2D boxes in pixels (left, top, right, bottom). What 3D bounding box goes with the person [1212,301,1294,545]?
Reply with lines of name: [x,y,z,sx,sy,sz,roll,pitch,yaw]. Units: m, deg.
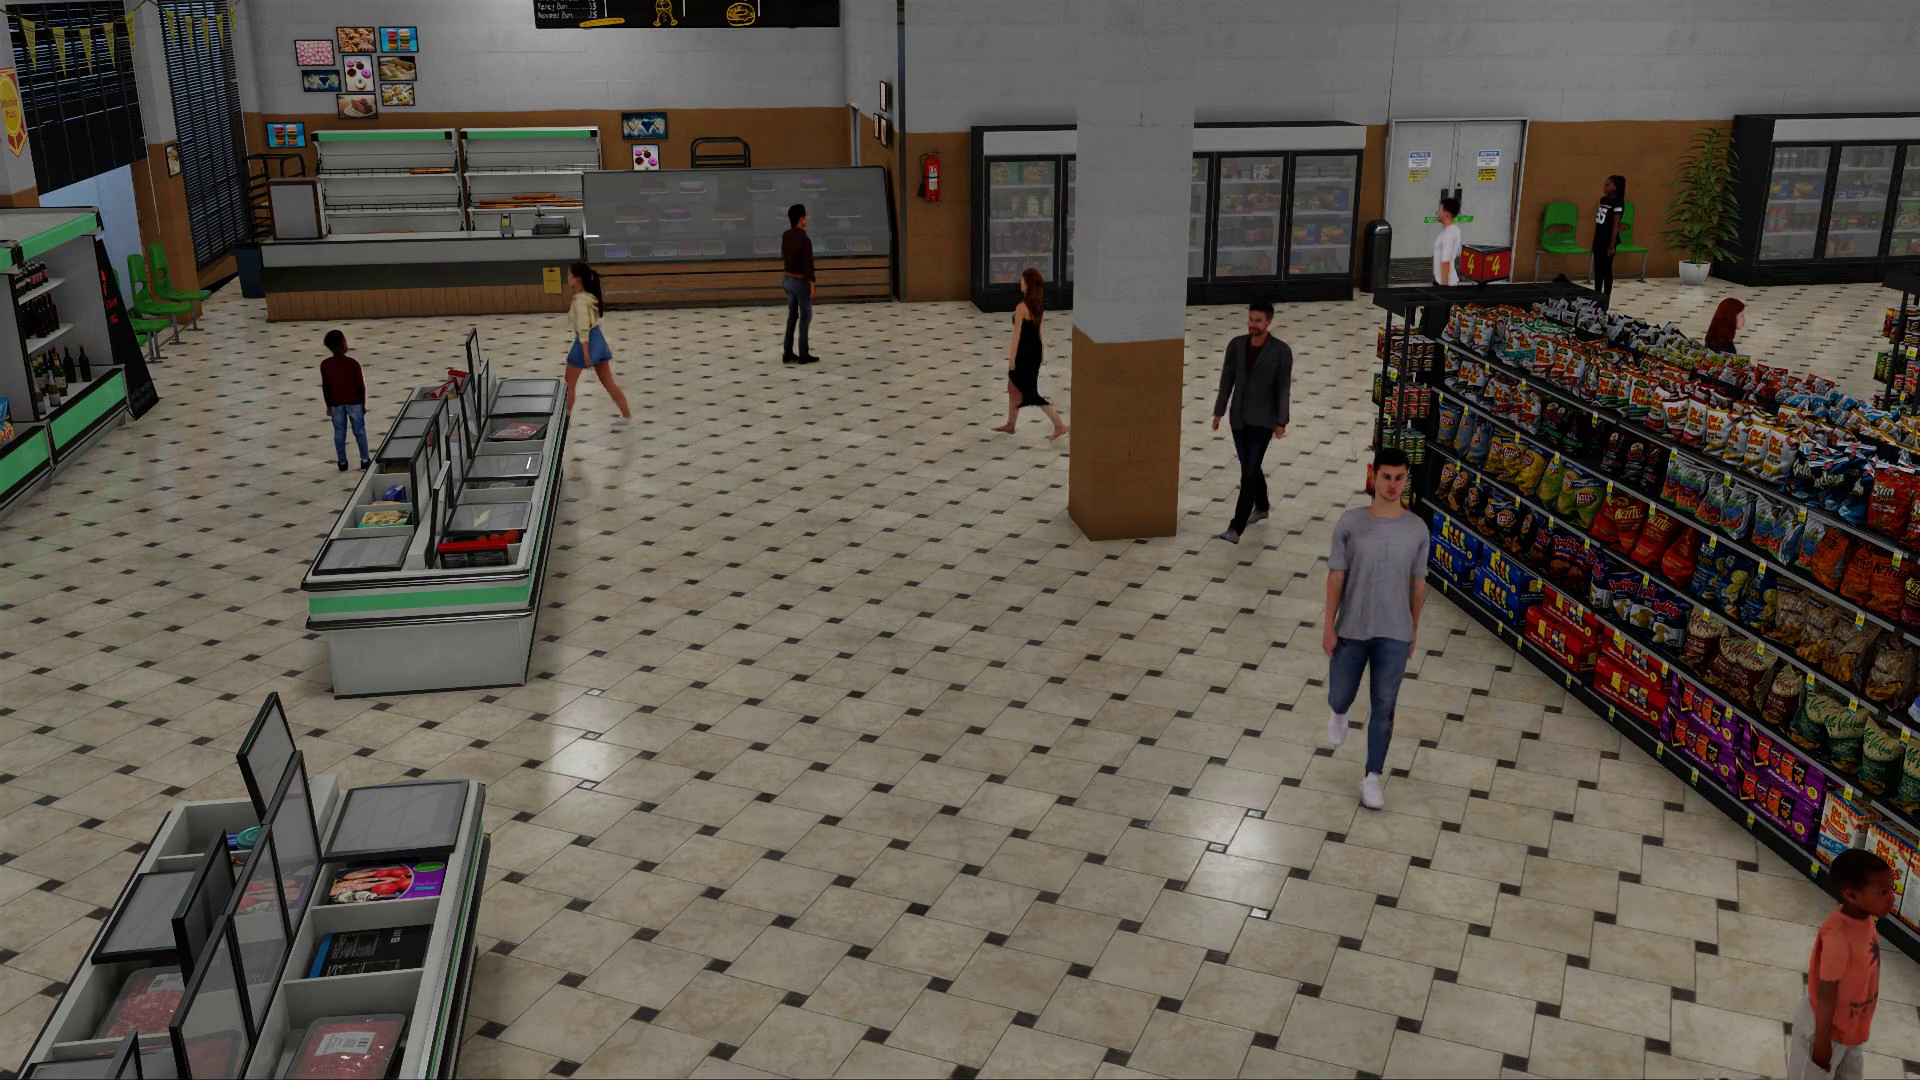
person: [2.273,-0.913,12.741,1.215,1.823,1.229,15,24,37]

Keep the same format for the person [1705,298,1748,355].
person: [5.953,-1.029,13.137,0.735,1.790,0.661,10,21,26]

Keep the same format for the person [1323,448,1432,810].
person: [2.144,0.421,8.708,0.868,1.873,1.099,2,19,6]

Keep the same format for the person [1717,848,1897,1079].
person: [3.015,1.678,5.884,0.701,1.295,0.871,-14,23,-36]

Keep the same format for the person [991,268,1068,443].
person: [0.698,-1.670,15.356,1.071,1.589,1.047,11,22,29]

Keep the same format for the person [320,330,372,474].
person: [-5.360,-1.208,14.507,0.512,1.254,0.490,-2,19,-7]

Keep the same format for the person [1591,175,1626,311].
person: [8.425,-3.881,21.690,0.652,1.729,0.476,-3,19,-9]

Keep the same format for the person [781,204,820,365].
person: [-1.856,-2.851,18.567,0.824,1.774,0.730,-18,25,-42]

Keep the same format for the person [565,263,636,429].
person: [-3.424,-1.798,15.732,0.980,1.589,1.145,3,19,10]
